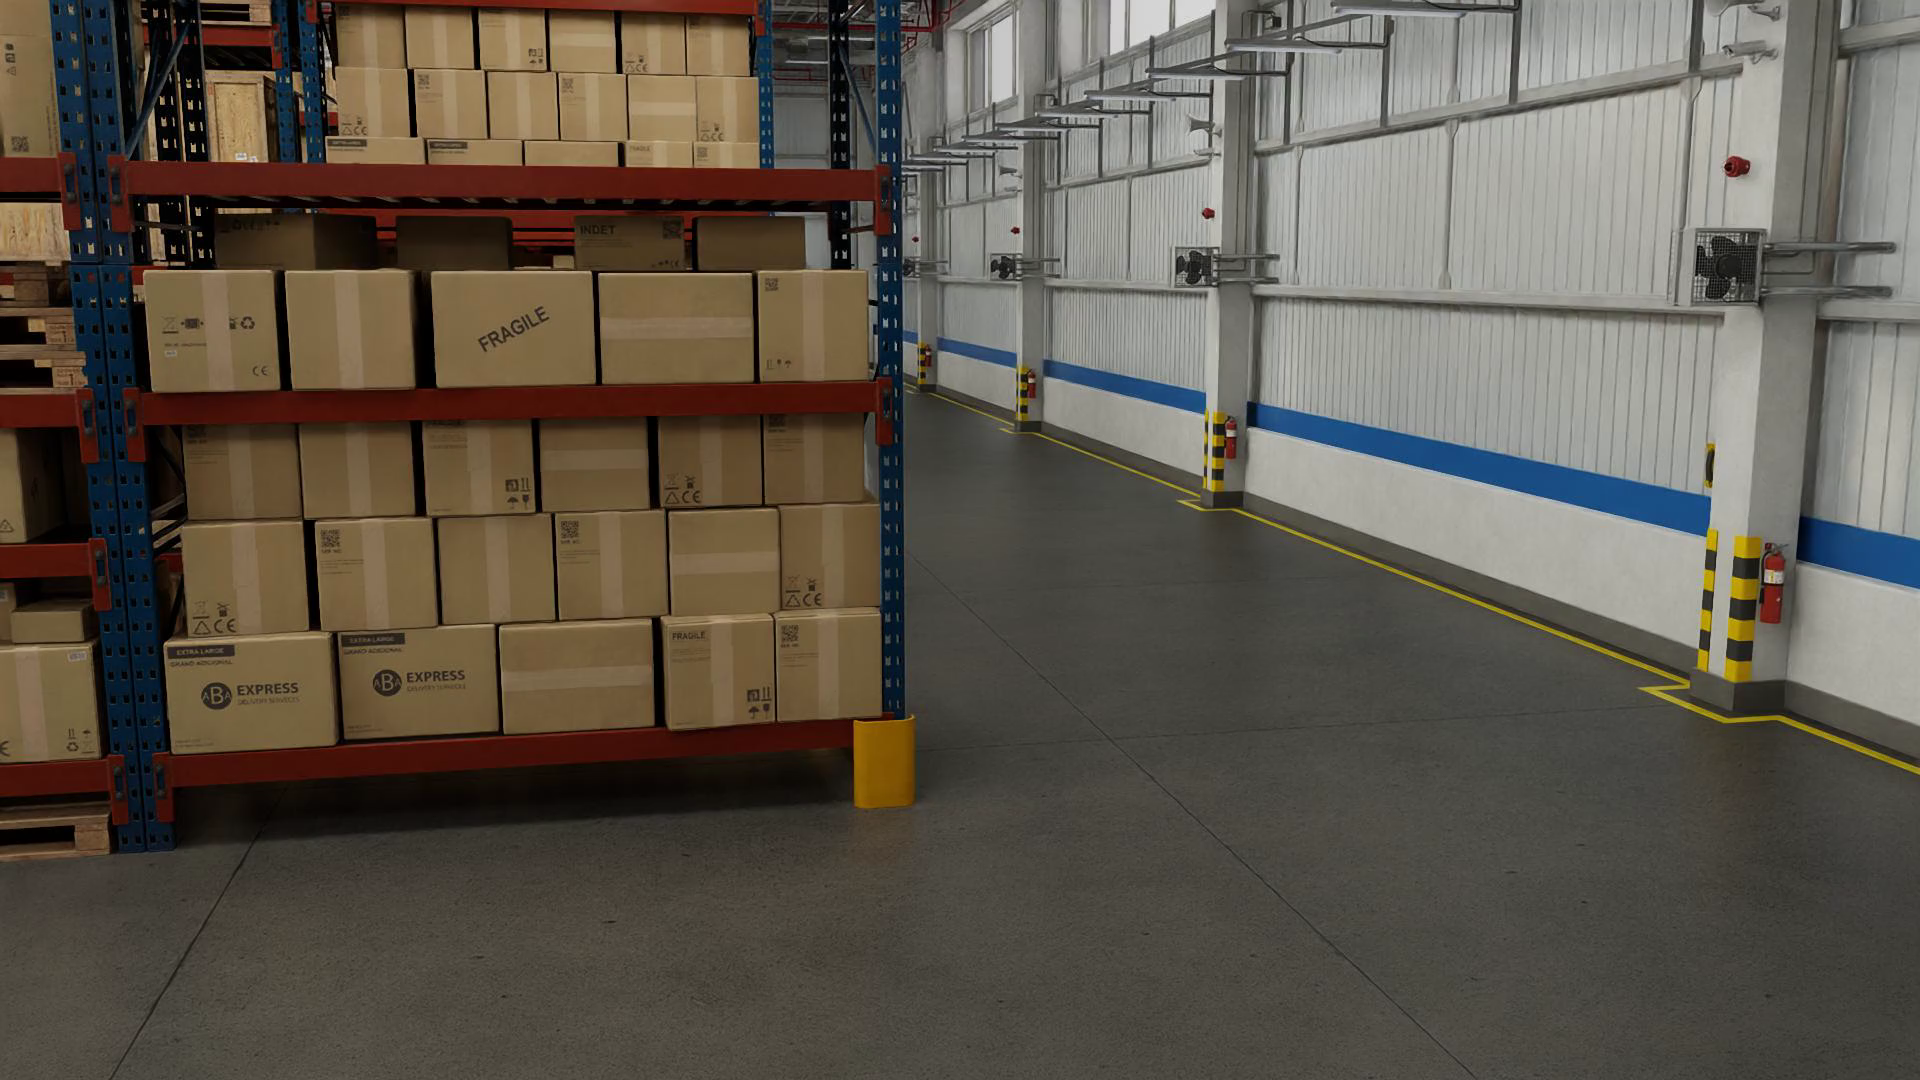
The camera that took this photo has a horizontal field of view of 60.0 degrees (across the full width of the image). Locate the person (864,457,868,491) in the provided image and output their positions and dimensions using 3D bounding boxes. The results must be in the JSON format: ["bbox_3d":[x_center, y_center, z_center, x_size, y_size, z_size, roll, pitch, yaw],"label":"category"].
[{"bbox_3d":[-1.181,-0.432,15.733,0.608,1.797,0.888,0,9,1],"label":"person"}]
